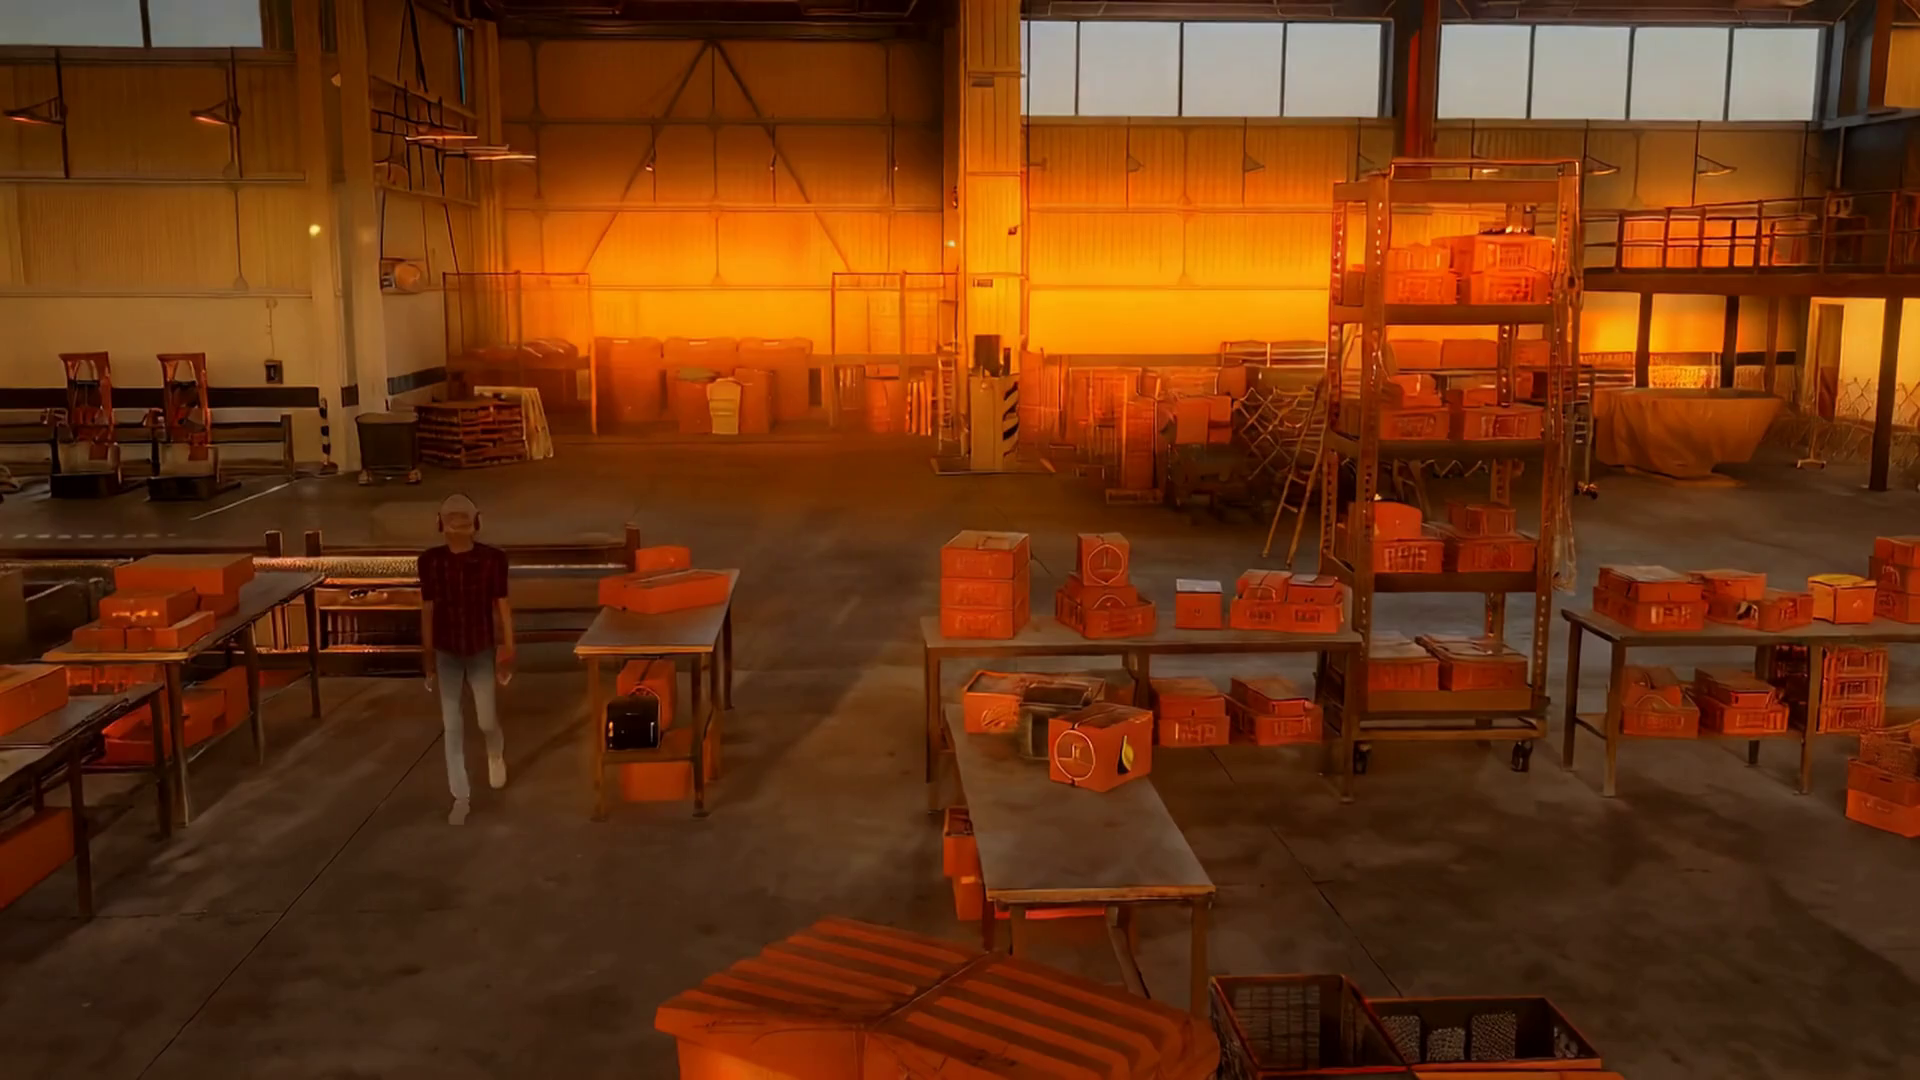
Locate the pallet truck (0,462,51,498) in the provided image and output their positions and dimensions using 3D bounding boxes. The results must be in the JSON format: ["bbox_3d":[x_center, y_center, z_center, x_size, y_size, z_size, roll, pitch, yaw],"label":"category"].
[{"bbox_3d":[-13.193,-1.293,23.148,0.653,1.274,1.630,-1,9,-4],"label":"pallet truck"}]

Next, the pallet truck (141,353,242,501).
[{"bbox_3d":[-10.520,-1.604,22.925,0.823,1.965,1.885,-1,9,-6],"label":"pallet truck"}]

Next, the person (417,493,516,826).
[{"bbox_3d":[-2.773,0.634,9.354,0.518,1.855,0.600,-1,9,-7],"label":"person"}]

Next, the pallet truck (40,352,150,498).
[{"bbox_3d":[-11.907,-1.642,23.165,0.823,1.965,1.885,0,9,0],"label":"pallet truck"}]
